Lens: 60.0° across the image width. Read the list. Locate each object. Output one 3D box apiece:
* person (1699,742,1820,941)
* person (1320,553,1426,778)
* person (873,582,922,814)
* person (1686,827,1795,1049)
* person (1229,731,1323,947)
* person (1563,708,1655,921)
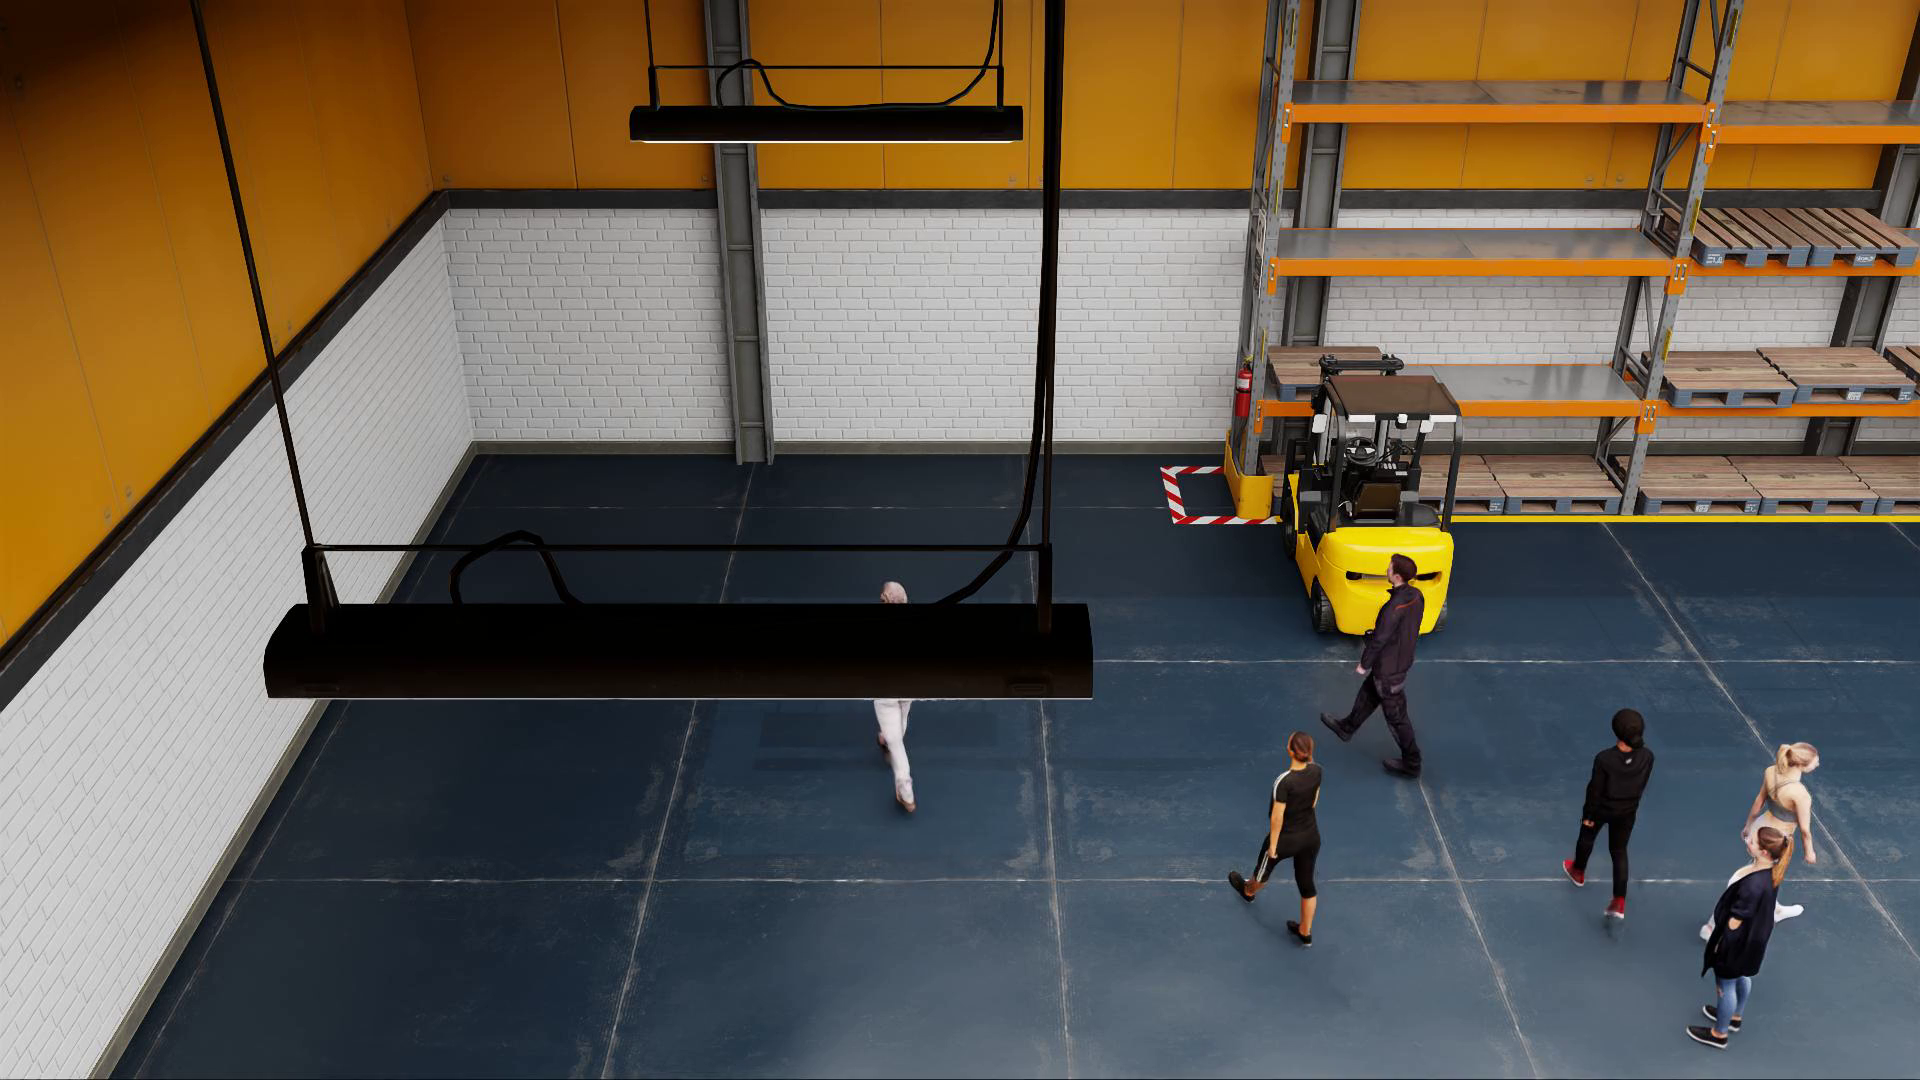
[{"bbox_3d":[5.447,2.113,11.386,1.060,1.660,0.671,-4,29,-8],"label":"person"},{"bbox_3d":[3.478,1.030,13.159,1.299,1.862,1.159,20,34,32],"label":"person"},{"bbox_3d":[-0.475,1.229,12.814,1.262,1.843,1.066,-11,31,-20],"label":"person"},{"bbox_3d":[5.007,2.523,10.610,0.771,1.683,0.710,25,37,38],"label":"person"},{"bbox_3d":[2.347,2.088,11.454,1.037,1.637,0.937,-14,31,-23],"label":"person"},{"bbox_3d":[4.637,1.944,11.710,0.957,1.645,0.649,0,29,0],"label":"person"}]
